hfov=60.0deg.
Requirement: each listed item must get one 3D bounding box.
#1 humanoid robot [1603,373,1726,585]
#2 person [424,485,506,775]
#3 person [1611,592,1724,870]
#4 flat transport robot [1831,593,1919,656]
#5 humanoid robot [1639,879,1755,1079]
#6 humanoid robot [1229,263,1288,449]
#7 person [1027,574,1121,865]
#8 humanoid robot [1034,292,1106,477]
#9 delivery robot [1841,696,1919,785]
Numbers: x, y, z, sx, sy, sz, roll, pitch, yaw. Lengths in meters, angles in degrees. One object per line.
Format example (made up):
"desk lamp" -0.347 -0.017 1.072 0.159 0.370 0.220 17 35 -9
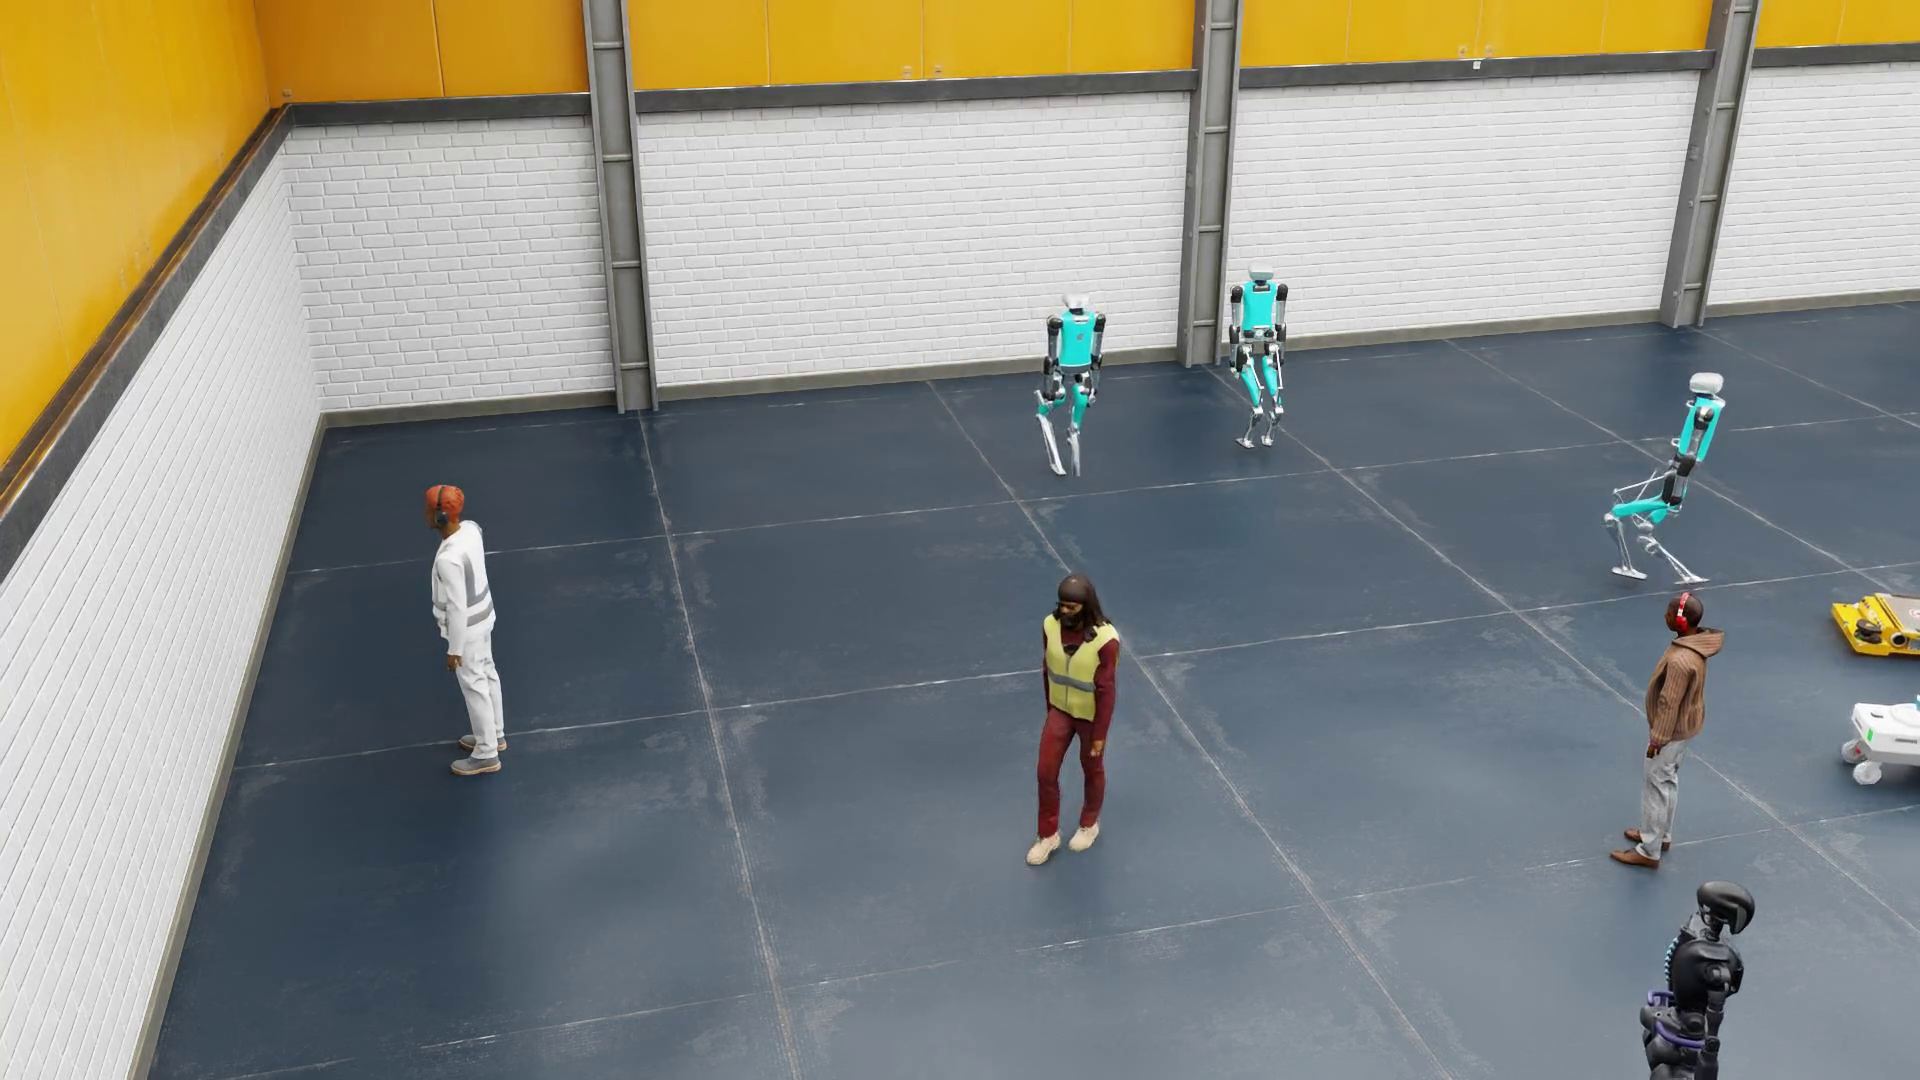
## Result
"humanoid robot" 5.260 -0.424 12.496 0.923 1.754 0.541 12 26 24
"person" -3.018 0.542 10.129 0.359 1.883 0.572 0 24 -1
"person" 3.956 1.056 9.252 0.325 1.642 0.478 15 28 30
"flat transport robot" 7.094 0.650 11.884 1.431 0.231 0.659 5 24 10
"humanoid robot" 2.947 2.098 6.847 0.375 1.642 0.612 4 24 8
"humanoid robot" 2.736 -1.615 15.040 0.533 1.677 0.735 -3 24 -6
"person" 0.621 1.019 9.223 0.473 1.747 0.684 12 26 25
"humanoid robot" 0.905 -1.324 14.659 0.536 1.868 0.739 -8 25 -18
"delivery robot" 5.896 1.246 10.197 0.792 0.611 0.499 4 24 10
